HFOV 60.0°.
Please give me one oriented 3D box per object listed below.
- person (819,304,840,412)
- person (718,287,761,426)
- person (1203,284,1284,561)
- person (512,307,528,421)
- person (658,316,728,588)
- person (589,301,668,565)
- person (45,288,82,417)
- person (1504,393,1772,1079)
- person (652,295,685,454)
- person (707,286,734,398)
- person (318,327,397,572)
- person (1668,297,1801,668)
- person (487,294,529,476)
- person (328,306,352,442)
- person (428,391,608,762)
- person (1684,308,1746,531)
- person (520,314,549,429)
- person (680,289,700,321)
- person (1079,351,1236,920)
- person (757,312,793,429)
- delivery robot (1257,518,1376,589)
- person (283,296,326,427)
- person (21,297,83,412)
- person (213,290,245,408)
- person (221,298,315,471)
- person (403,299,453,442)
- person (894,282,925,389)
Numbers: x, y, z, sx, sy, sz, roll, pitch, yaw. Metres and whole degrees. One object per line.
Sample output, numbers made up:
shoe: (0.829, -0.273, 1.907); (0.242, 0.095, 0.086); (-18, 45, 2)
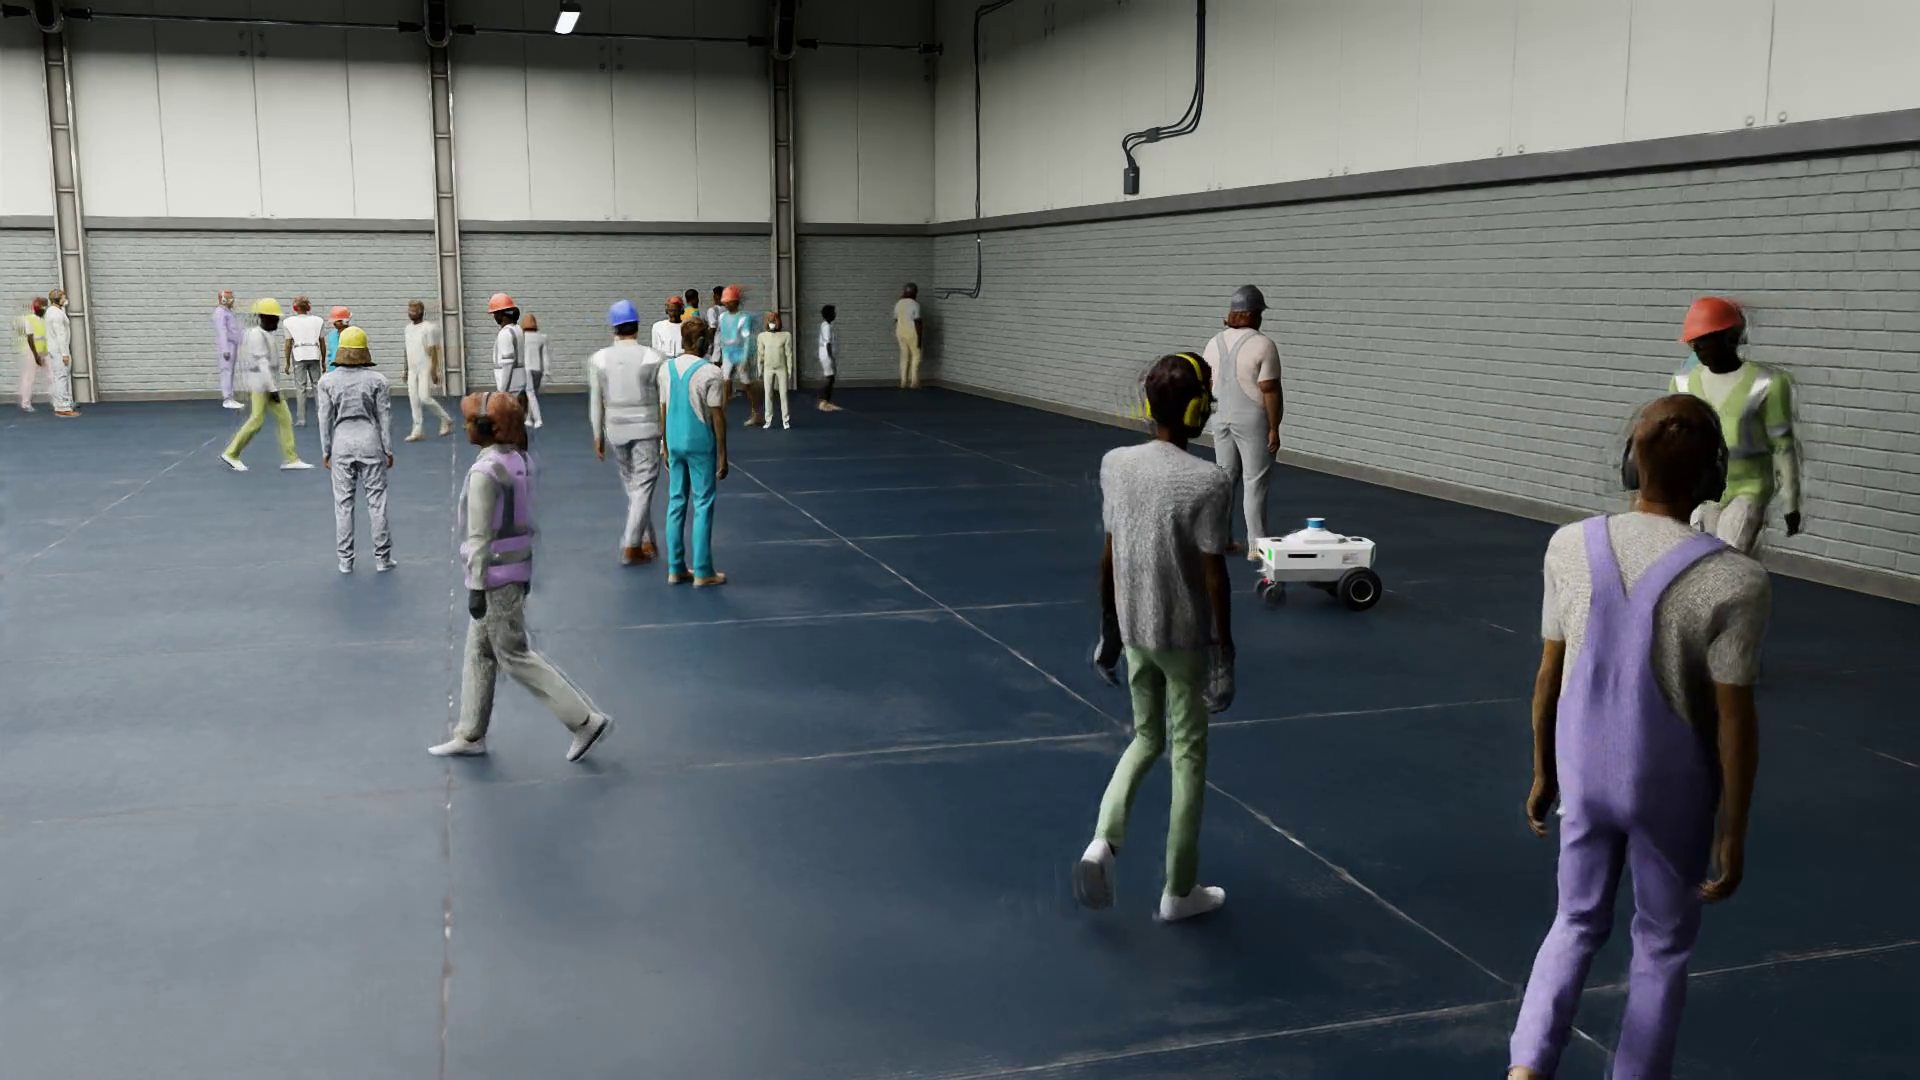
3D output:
person: (-2.068, -2.873, 26.231); (0.316, 1.698, 0.544); (-1, 9, -4)
person: (-3.130, -2.541, 23.249); (0.614, 1.981, 1.070); (5, 10, 28)
person: (2.152, -0.874, 12.383); (0.537, 2.000, 0.682); (-7, 12, -40)
person: (-6.531, -2.599, 24.475); (0.320, 1.697, 0.537); (-3, 9, -19)
person: (-1.790, -0.588, 11.229); (0.519, 1.834, 0.361); (4, 10, 25)
person: (-2.359, -0.778, 12.174); (0.667, 1.910, 0.661); (2, 9, 11)
person: (-13.581, -2.819, 25.121); (0.372, 1.940, 0.630); (-7, 11, -38)
person: (1.498, 0.586, 3.741); (0.572, 1.832, 0.542); (-8, 12, -43)
person: (-3.373, -1.952, 19.753); (0.573, 1.887, 0.355); (-1, 9, -7)
person: (-4.175, -3.449, 29.051); (0.365, 1.965, 0.608); (7, 11, 36)
person: (-4.283, -0.640, 11.835); (0.494, 1.743, 0.307); (-2, 9, -13)
person: (3.856, -0.225, 8.406); (1.018, 1.976, 0.640); (-6, 11, -32)
person: (-4.705, -1.590, 17.310); (0.374, 1.928, 0.542); (0, 9, 1)
person: (-7.783, -2.084, 21.051); (0.563, 1.741, 0.346); (4, 10, 24)
person: (-1.909, 0.165, 7.121); (0.759, 1.616, 0.519); (0, 9, -1)
person: (4.606, -0.484, 10.223); (0.372, 1.940, 0.631); (2, 9, 14)
person: (-6.005, -2.359, 23.287); (0.511, 1.593, 0.832); (-6, 11, -36)
person: (-4.478, -3.195, 27.582); (0.371, 1.916, 0.597); (-7, 11, -36)
person: (0.628, 0.330, 5.299); (0.552, 1.854, 0.516); (8, 12, 42)
person: (-2.571, -2.354, 23.156); (0.499, 1.627, 0.279); (0, 9, 2)
delivery robot: (2.262, 0.102, 10.581); (0.707, 0.478, 0.477); (0, 9, -1)
person: (-9.200, -2.503, 23.394); (0.563, 1.847, 0.390); (-7, 11, -36)
person: (-14.267, -2.865, 25.897); (0.976, 1.792, 0.584); (2, 9, 12)
person: (-11.820, -3.083, 26.905); (0.407, 1.909, 0.640); (-3, 9, -16)
person: (-7.577, -1.680, 18.025); (0.897, 1.887, 0.573); (0, 9, -1)
person: (-6.907, -2.178, 21.374); (0.523, 1.830, 0.549); (5, 10, 31)
person: (-0.917, -3.900, 31.689); (0.691, 2.000, 0.536); (9, 12, 43)
